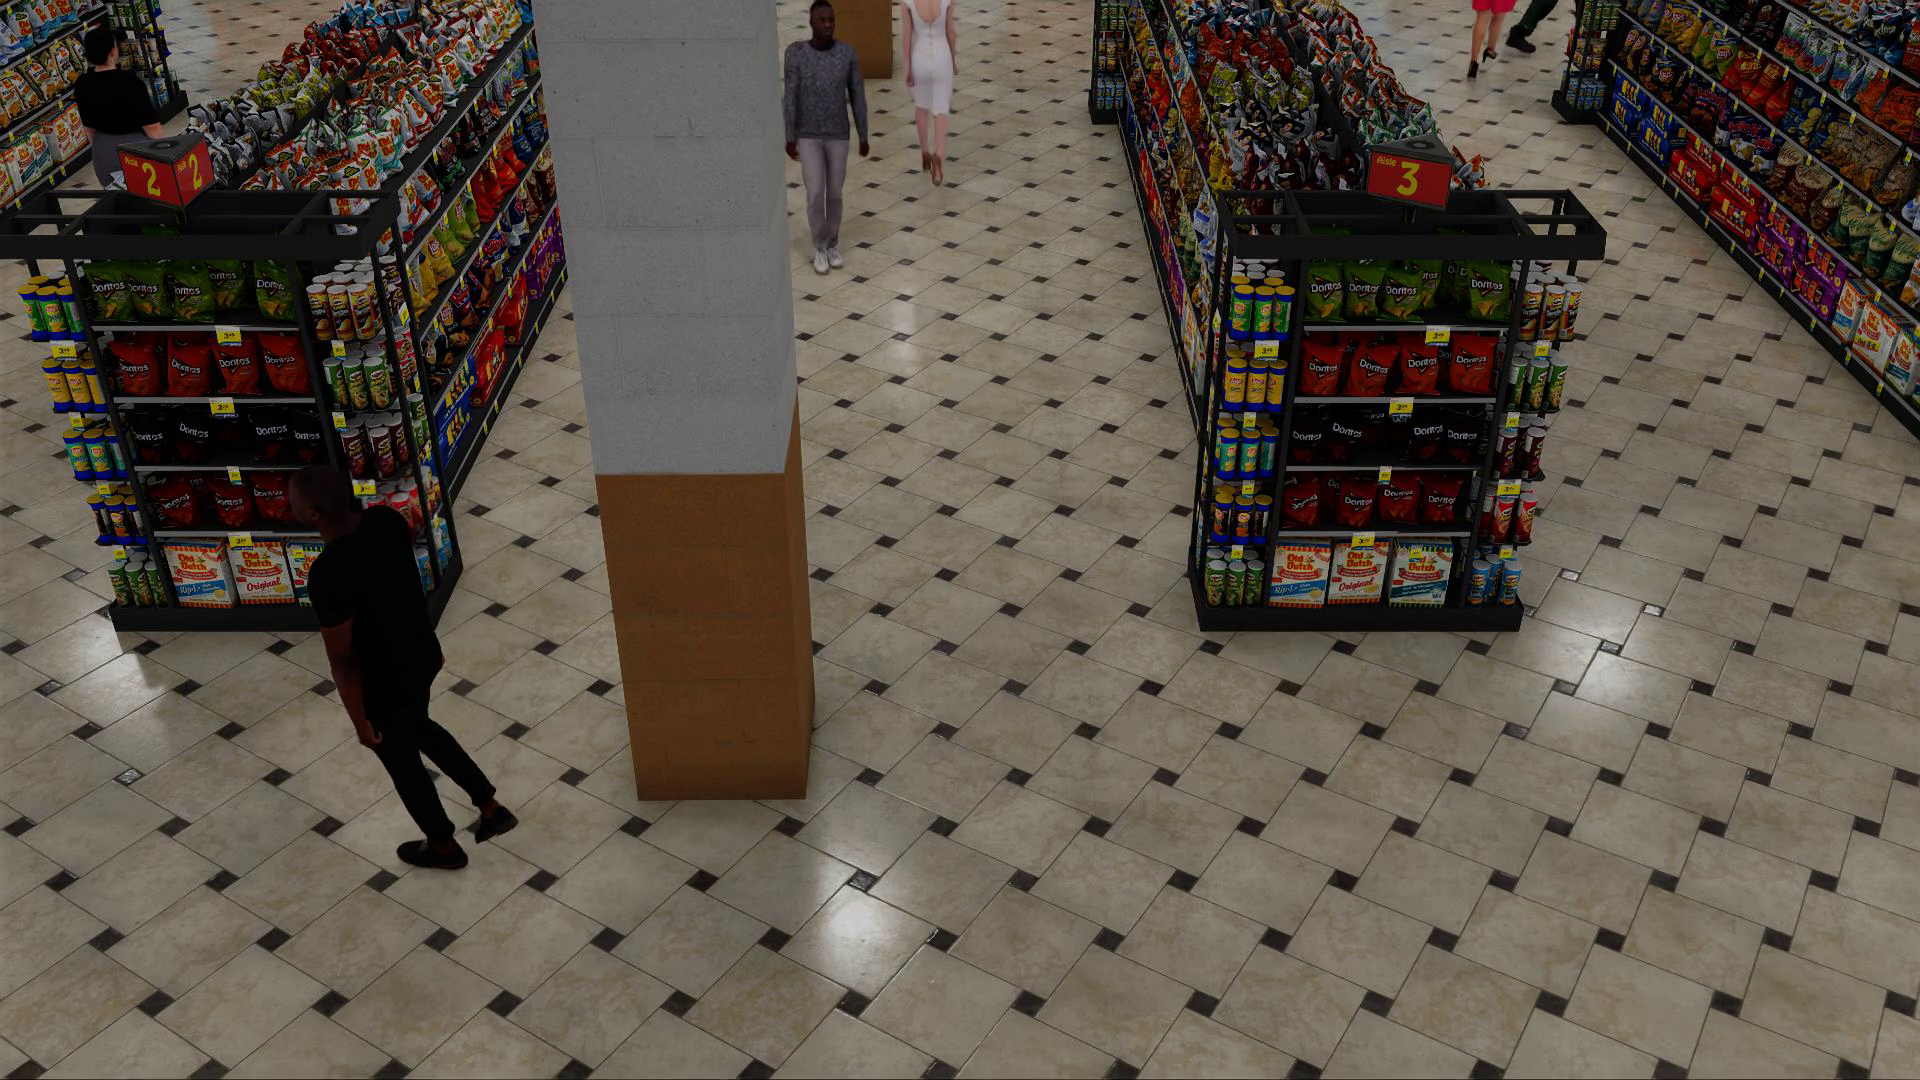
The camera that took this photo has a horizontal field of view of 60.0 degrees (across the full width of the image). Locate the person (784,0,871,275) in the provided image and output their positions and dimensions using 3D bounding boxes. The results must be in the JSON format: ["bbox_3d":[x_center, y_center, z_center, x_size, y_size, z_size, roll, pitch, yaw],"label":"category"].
[{"bbox_3d":[-0.942,-2.766,11.345,0.786,1.821,0.762,-8,33,-13],"label":"person"}]

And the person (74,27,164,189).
[{"bbox_3d":[-5.450,-2.471,10.930,0.685,1.759,0.652,4,32,6],"label":"person"}]

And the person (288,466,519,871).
[{"bbox_3d":[-2.006,0.519,6.089,0.875,1.797,0.839,10,33,16],"label":"person"}]

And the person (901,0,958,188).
[{"bbox_3d":[-0.214,-3.514,12.604,0.568,1.760,1.067,0,32,0],"label":"person"}]

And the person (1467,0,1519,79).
[{"bbox_3d":[4.876,-5.051,15.147,0.995,1.684,1.136,15,35,22],"label":"person"}]

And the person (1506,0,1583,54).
[{"bbox_3d":[5.646,-5.405,15.623,1.166,1.783,1.276,17,36,25],"label":"person"}]
